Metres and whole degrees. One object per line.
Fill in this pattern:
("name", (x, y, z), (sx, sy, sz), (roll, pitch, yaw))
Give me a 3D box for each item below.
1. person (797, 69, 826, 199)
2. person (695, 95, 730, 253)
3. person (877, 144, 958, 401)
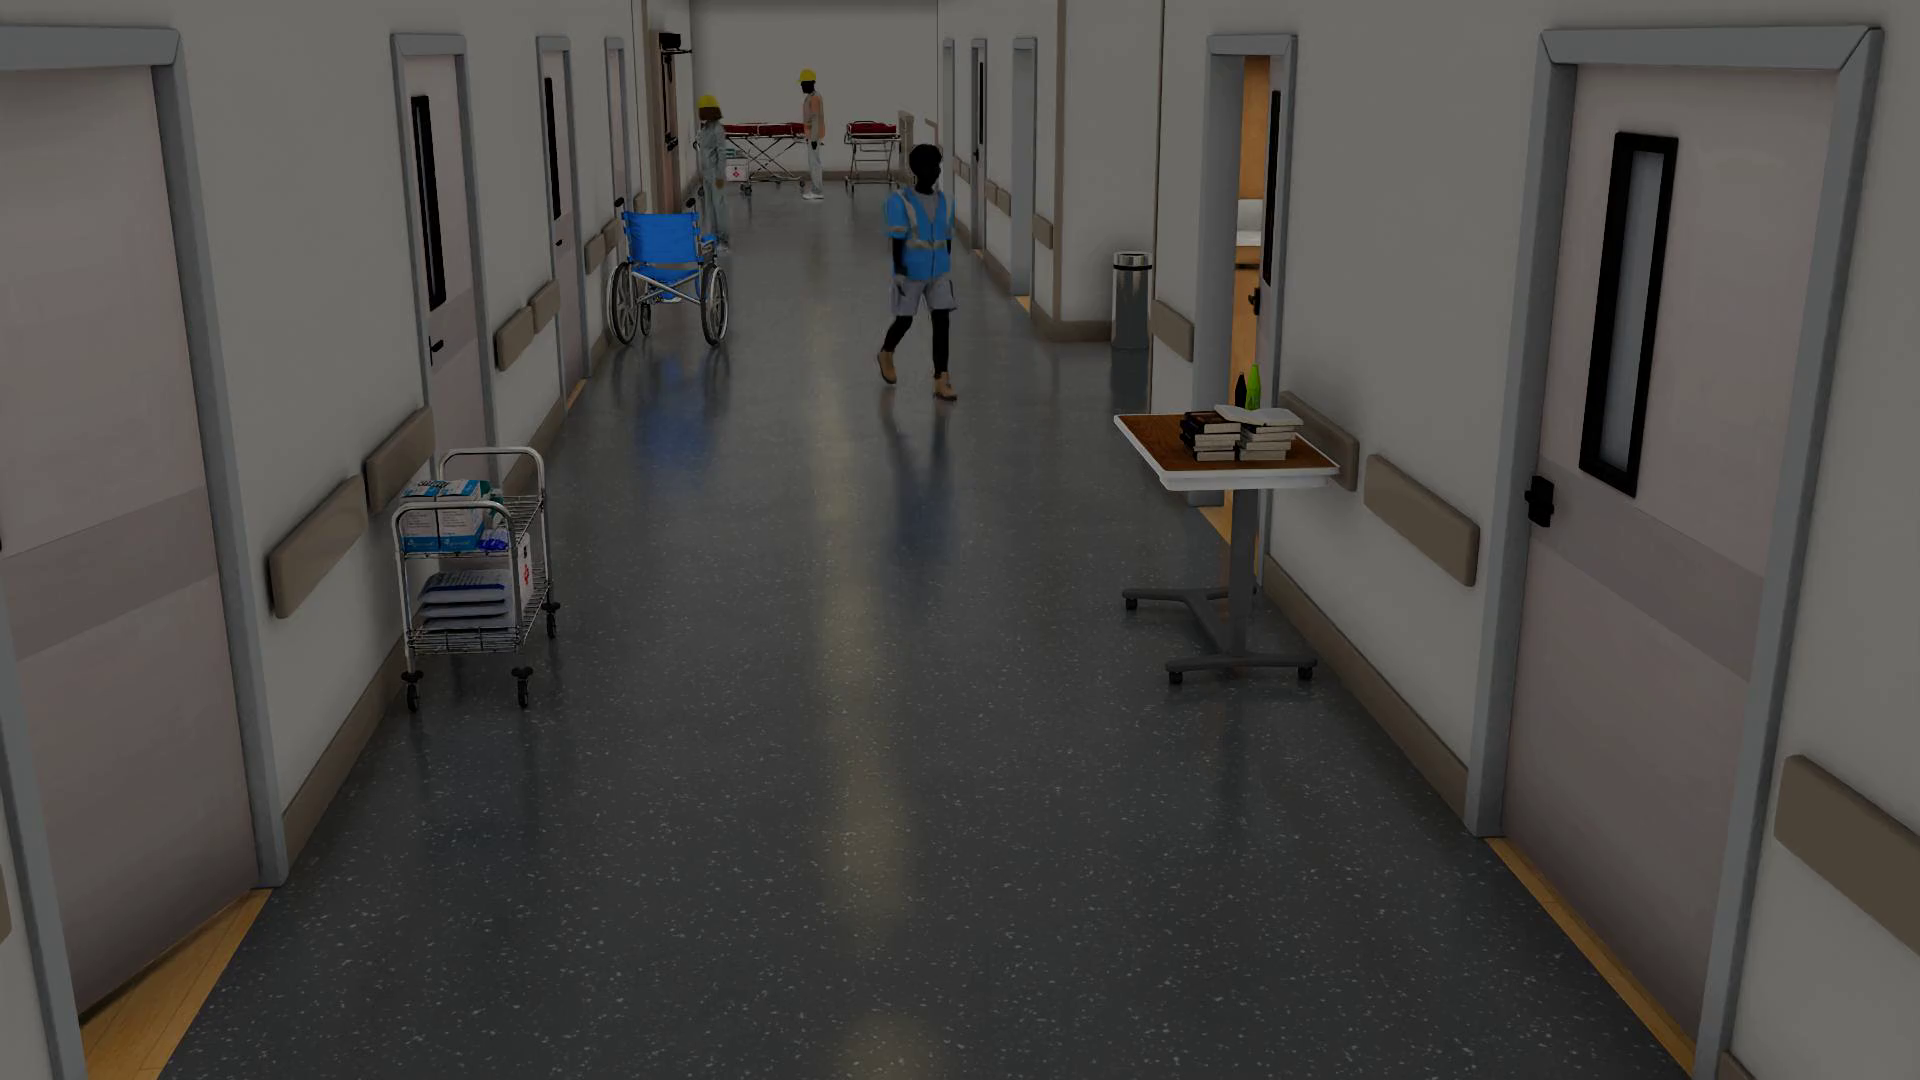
("person", (-2.234, -6.119, 25.113), (0.402, 1.918, 0.594), (-3, 17, -9))
("person", (-2.797, -4.114, 18.737), (0.319, 1.734, 0.532), (-10, 19, -29))
("person", (-0.287, -1.801, 11.101), (0.530, 1.672, 0.777), (-9, 19, -29))
